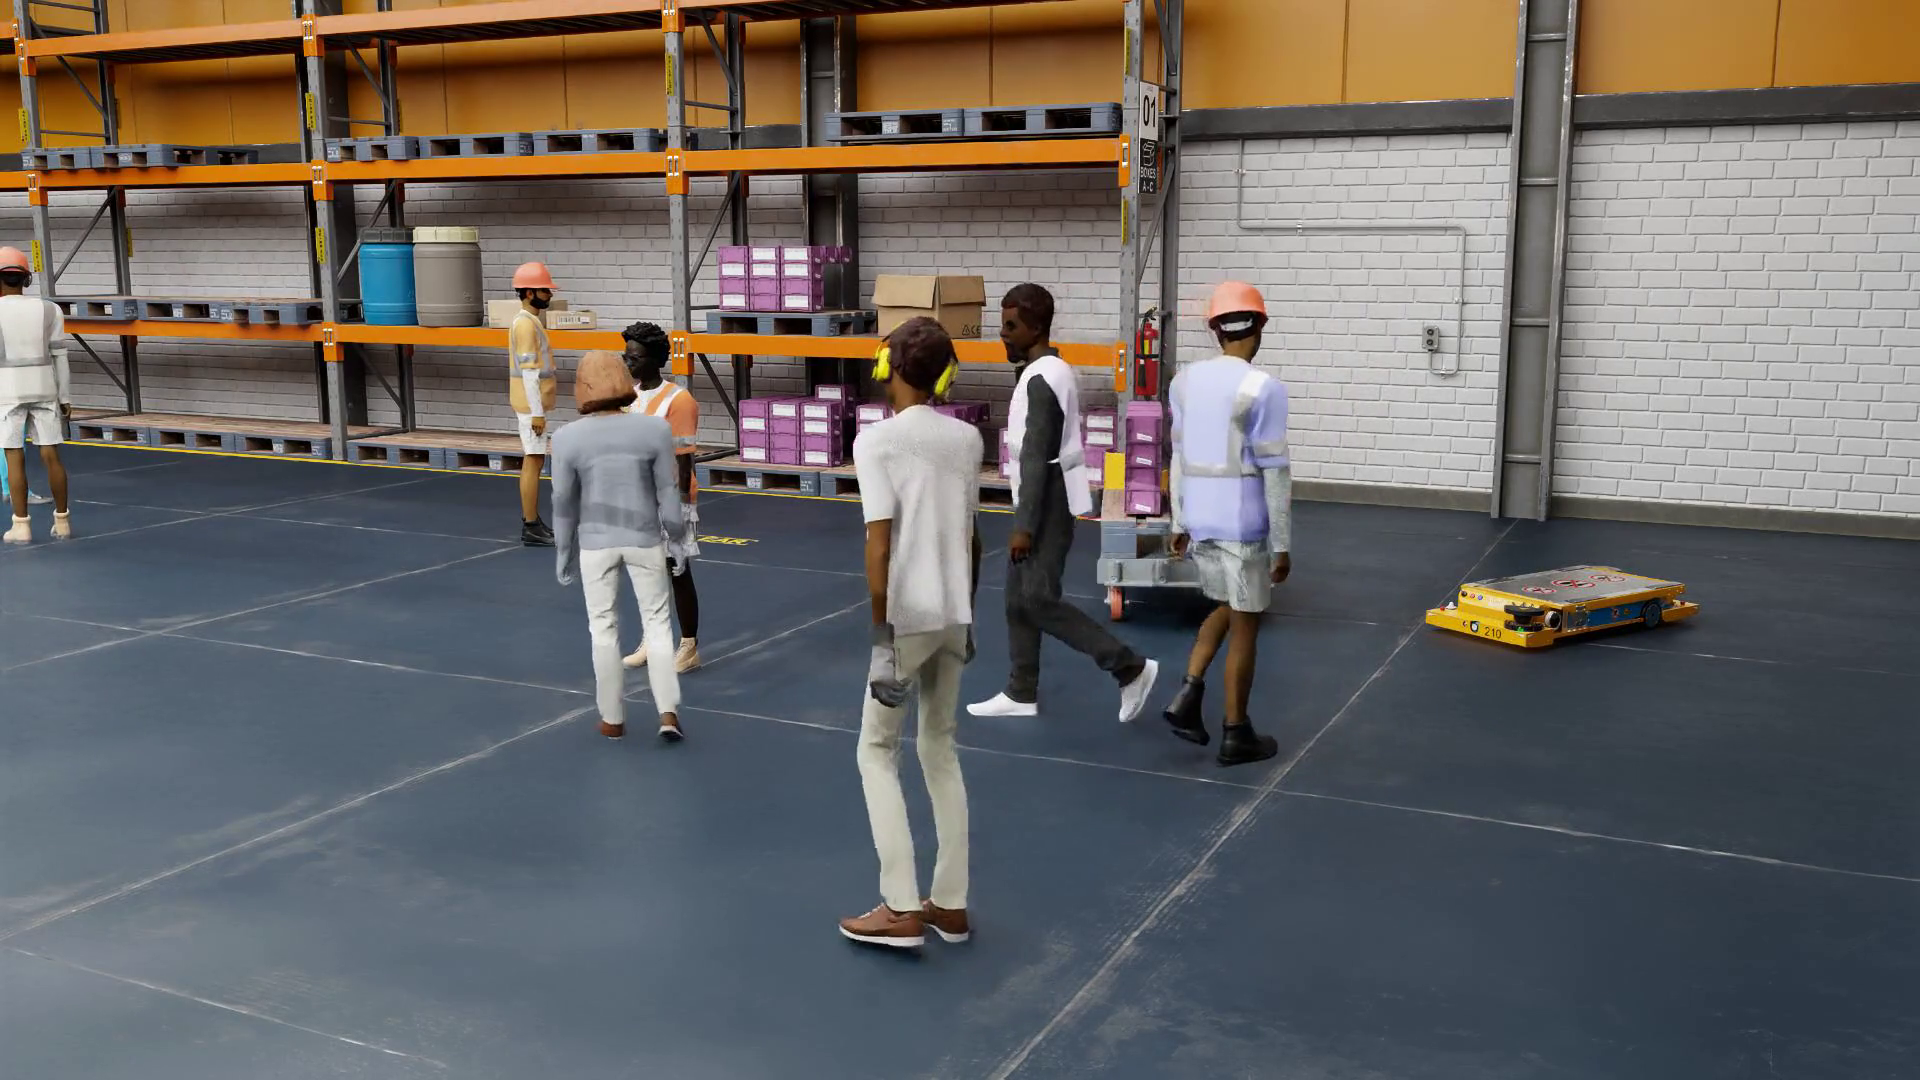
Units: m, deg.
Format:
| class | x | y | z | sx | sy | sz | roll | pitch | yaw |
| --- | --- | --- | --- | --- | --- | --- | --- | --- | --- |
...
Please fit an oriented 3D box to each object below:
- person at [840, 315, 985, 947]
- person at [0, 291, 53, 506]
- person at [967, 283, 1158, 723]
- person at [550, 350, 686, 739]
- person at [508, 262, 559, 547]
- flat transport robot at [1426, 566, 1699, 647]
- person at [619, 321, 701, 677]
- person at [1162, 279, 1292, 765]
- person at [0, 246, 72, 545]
| class | x | y | z | sx | sy | sz | roll | pitch | yaw |
| --- | --- | --- | --- | --- | --- | --- | --- | --- | --- |
| person | -0.108 | 0.264 | 4.898 | 0.550 | 1.829 | 0.481 | -9 | 13 | -41 |
| person | -7.531 | -1.192 | 13.182 | 0.389 | 1.850 | 0.567 | -8 | 13 | -39 |
| person | 0.433 | -0.128 | 6.981 | 0.730 | 1.892 | 0.612 | 0 | 10 | 0 |
| person | -1.389 | 0.046 | 6.797 | 0.550 | 1.616 | 0.426 | -2 | 10 | -13 |
| person | -2.897 | -0.923 | 11.390 | 0.355 | 1.939 | 0.543 | -3 | 10 | -16 |
| flat transport robot | 3.251 | 0.338 | 8.940 | 1.431 | 0.197 | 0.652 | -6 | 12 | -32 |
| person | -1.449 | -0.192 | 7.922 | 0.530 | 1.689 | 0.321 | 7 | 12 | 36 |
| person | 1.075 | -0.056 | 6.522 | 0.436 | 1.906 | 0.584 | -8 | 13 | -40 |
| person | -6.481 | -0.992 | 11.484 | 0.393 | 2.041 | 0.613 | 9 | 13 | 42 |
